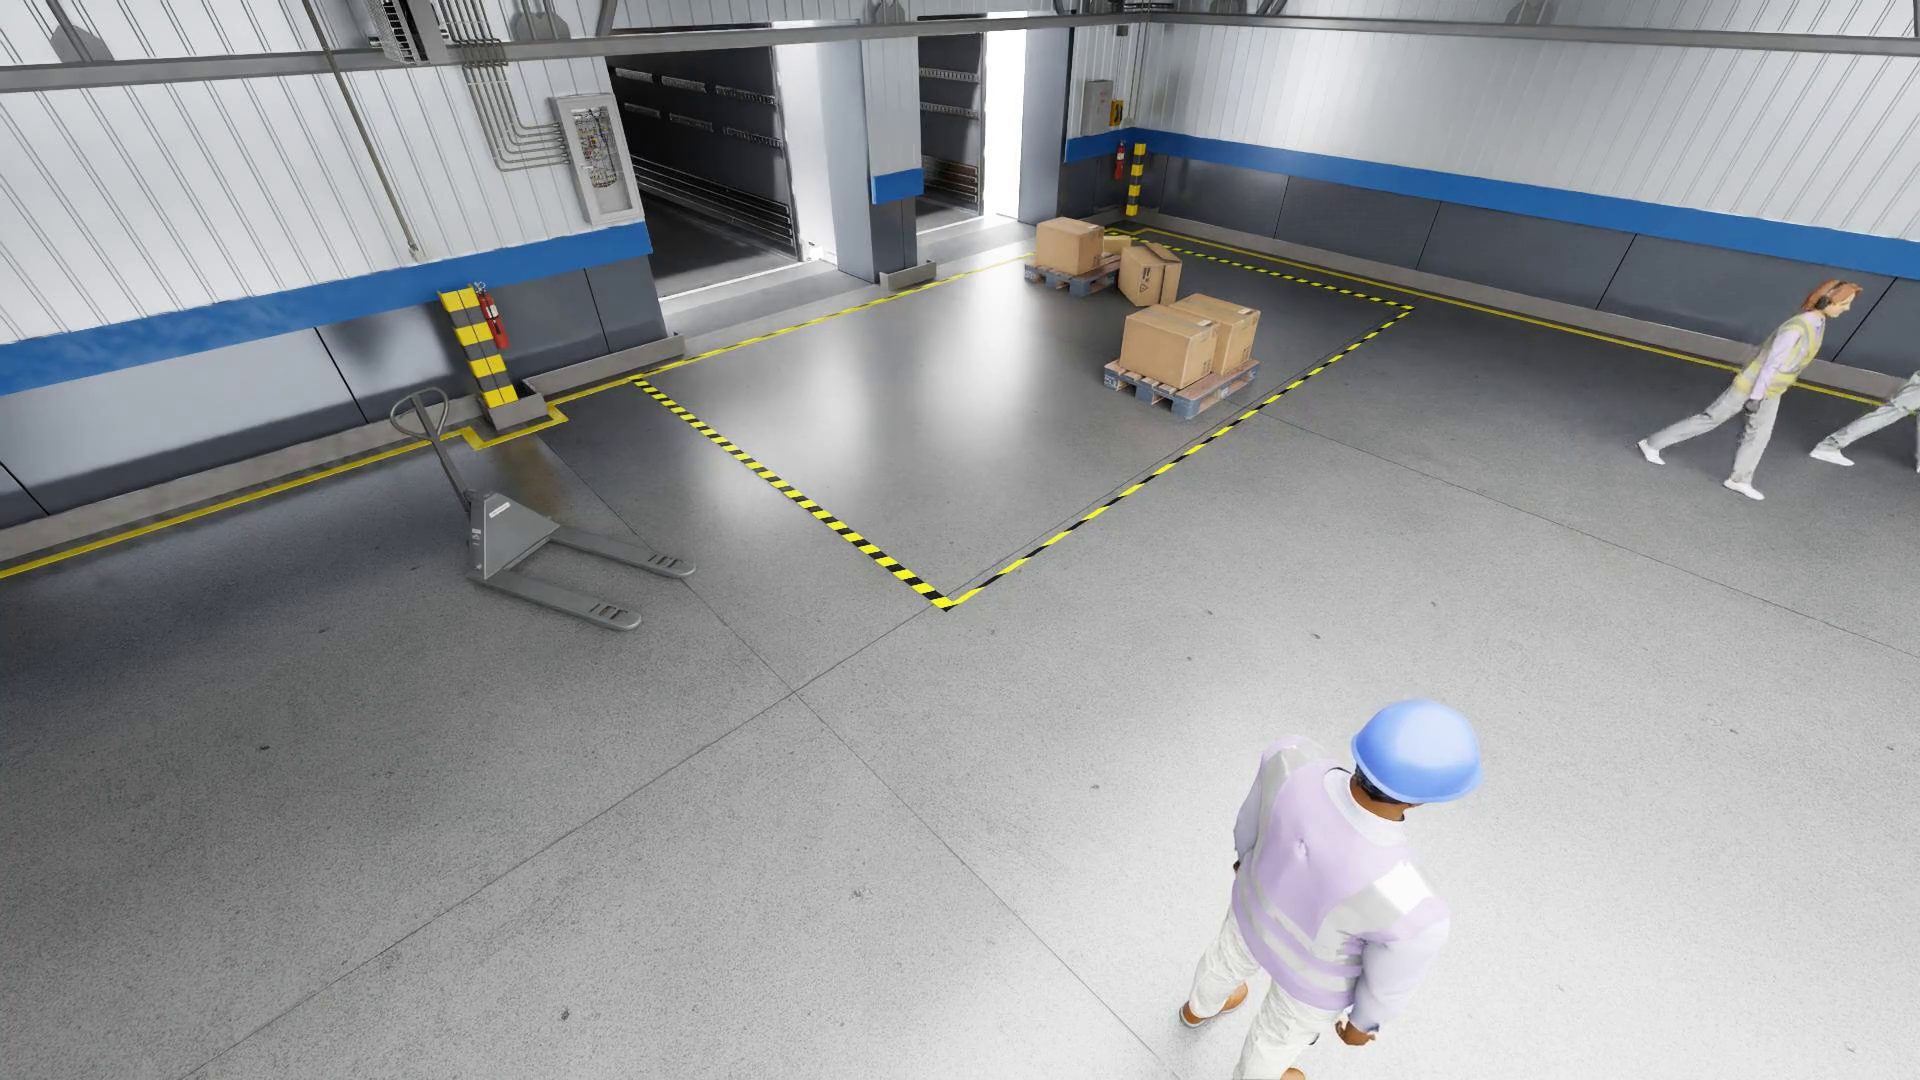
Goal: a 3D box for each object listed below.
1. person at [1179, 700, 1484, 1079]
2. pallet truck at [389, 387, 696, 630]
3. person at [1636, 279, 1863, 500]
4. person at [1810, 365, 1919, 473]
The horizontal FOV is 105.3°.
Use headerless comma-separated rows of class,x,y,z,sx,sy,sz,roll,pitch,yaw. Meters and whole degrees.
person,1.026,1.159,2.193,0.386,1.947,0.610,-12,39,-15
pallet truck,-2.613,-0.247,4.593,1.601,1.201,0.680,14,40,17
person,5.927,-1.139,5.453,0.531,1.589,0.867,-18,41,-22
person,7.543,-1.231,5.494,0.885,1.694,0.500,29,46,32
